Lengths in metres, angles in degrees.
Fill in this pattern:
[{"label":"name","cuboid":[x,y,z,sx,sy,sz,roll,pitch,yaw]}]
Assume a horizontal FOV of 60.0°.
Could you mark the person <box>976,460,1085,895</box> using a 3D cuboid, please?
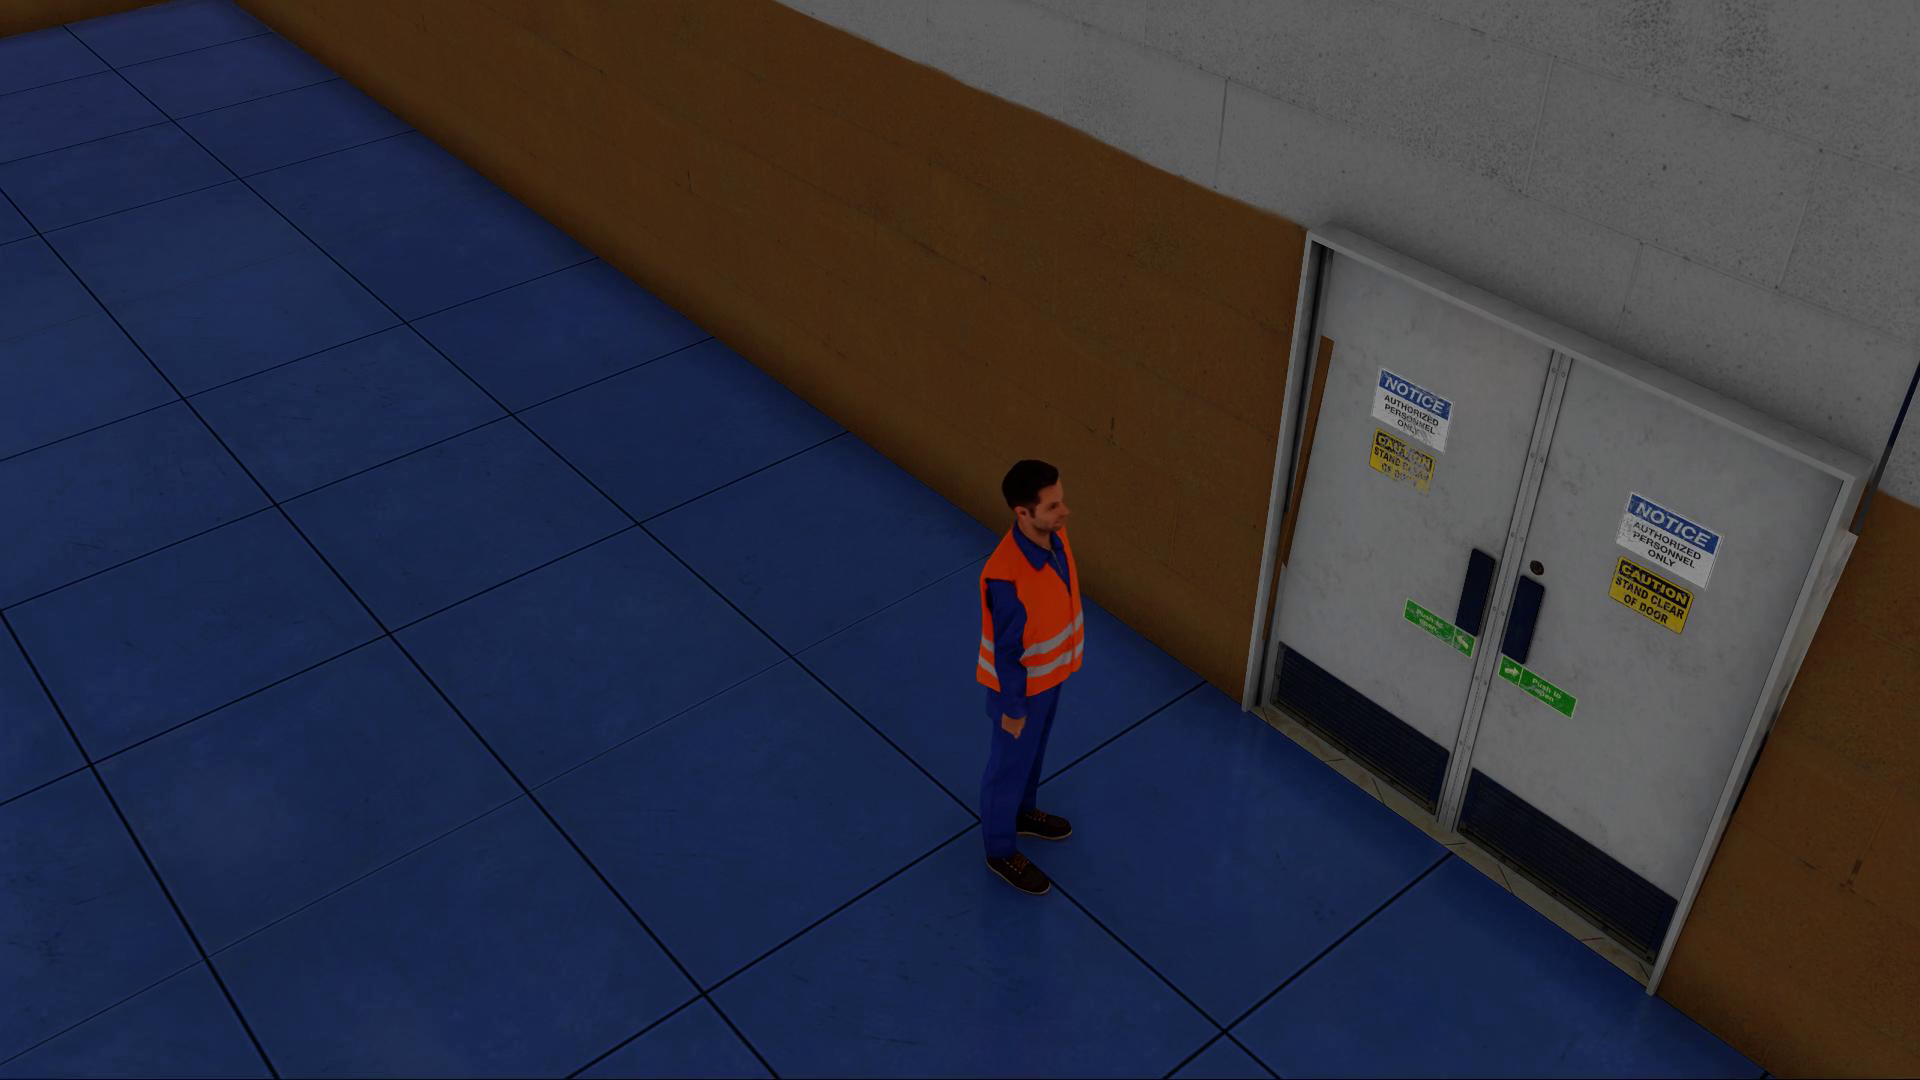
[{"label":"person","cuboid":[0.245,0.485,6.074,0.846,1.864,0.721,14,39,17]}]
